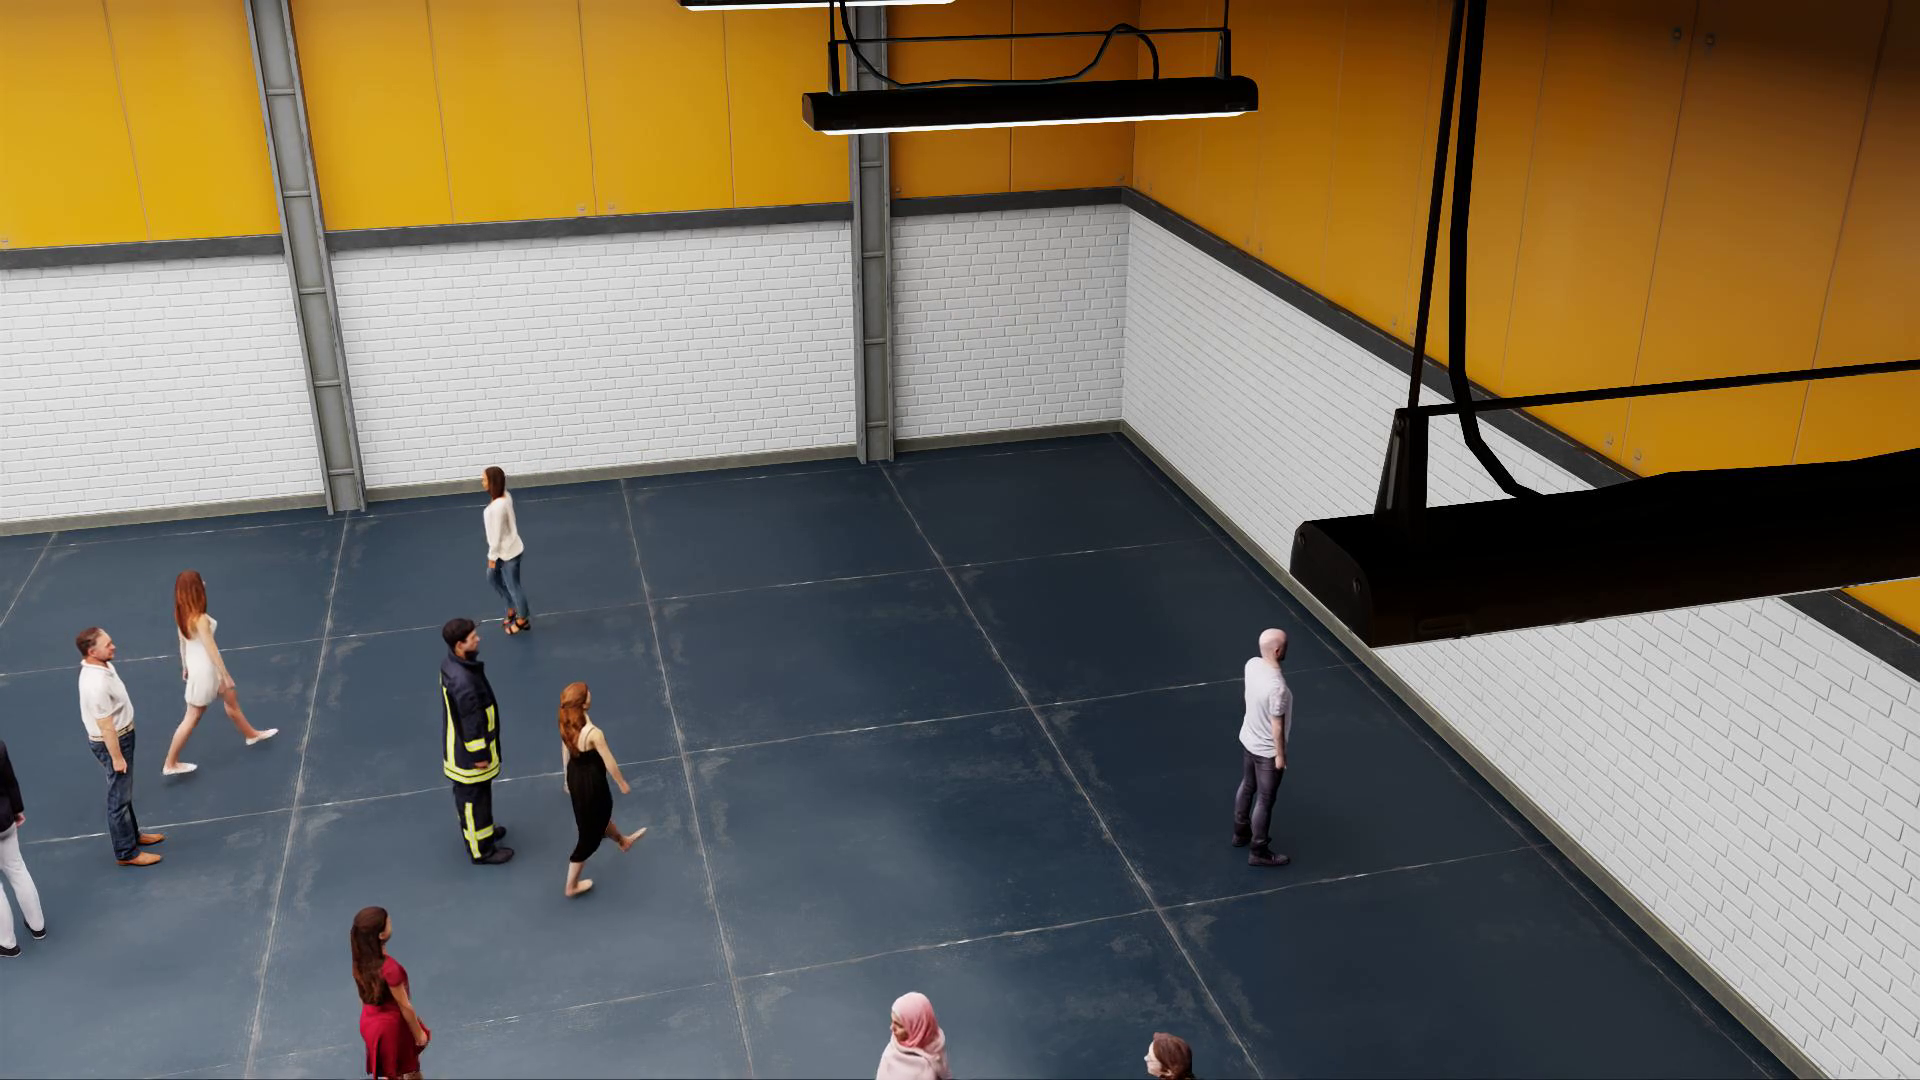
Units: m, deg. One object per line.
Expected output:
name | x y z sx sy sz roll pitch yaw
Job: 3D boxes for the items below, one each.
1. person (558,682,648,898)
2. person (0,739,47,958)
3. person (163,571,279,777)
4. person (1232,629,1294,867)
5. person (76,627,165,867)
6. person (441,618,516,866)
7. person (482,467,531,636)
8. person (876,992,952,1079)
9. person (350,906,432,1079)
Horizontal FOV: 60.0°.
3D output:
person | -2.674 1.775 11.629 0.909 1.588 1.099 21 31 39
person | -6.429 1.916 10.996 0.784 1.836 0.730 12 27 26
person | -6.055 1.089 13.108 1.237 1.659 0.949 -22 32 -40
person | 2.186 1.472 12.013 0.563 1.834 0.648 -6 24 -13
person | -6.126 1.467 12.001 0.578 1.854 0.682 -8 25 -18
person | -3.539 1.432 11.989 0.698 1.927 0.808 -9 25 -20
person | -4.110 0.095 15.365 0.619 1.673 0.652 -4 24 -9
person | -0.136 3.064 8.475 1.256 1.752 0.887 -14 27 -29
person | -3.279 2.790 9.380 0.887 1.528 1.070 19 30 37
